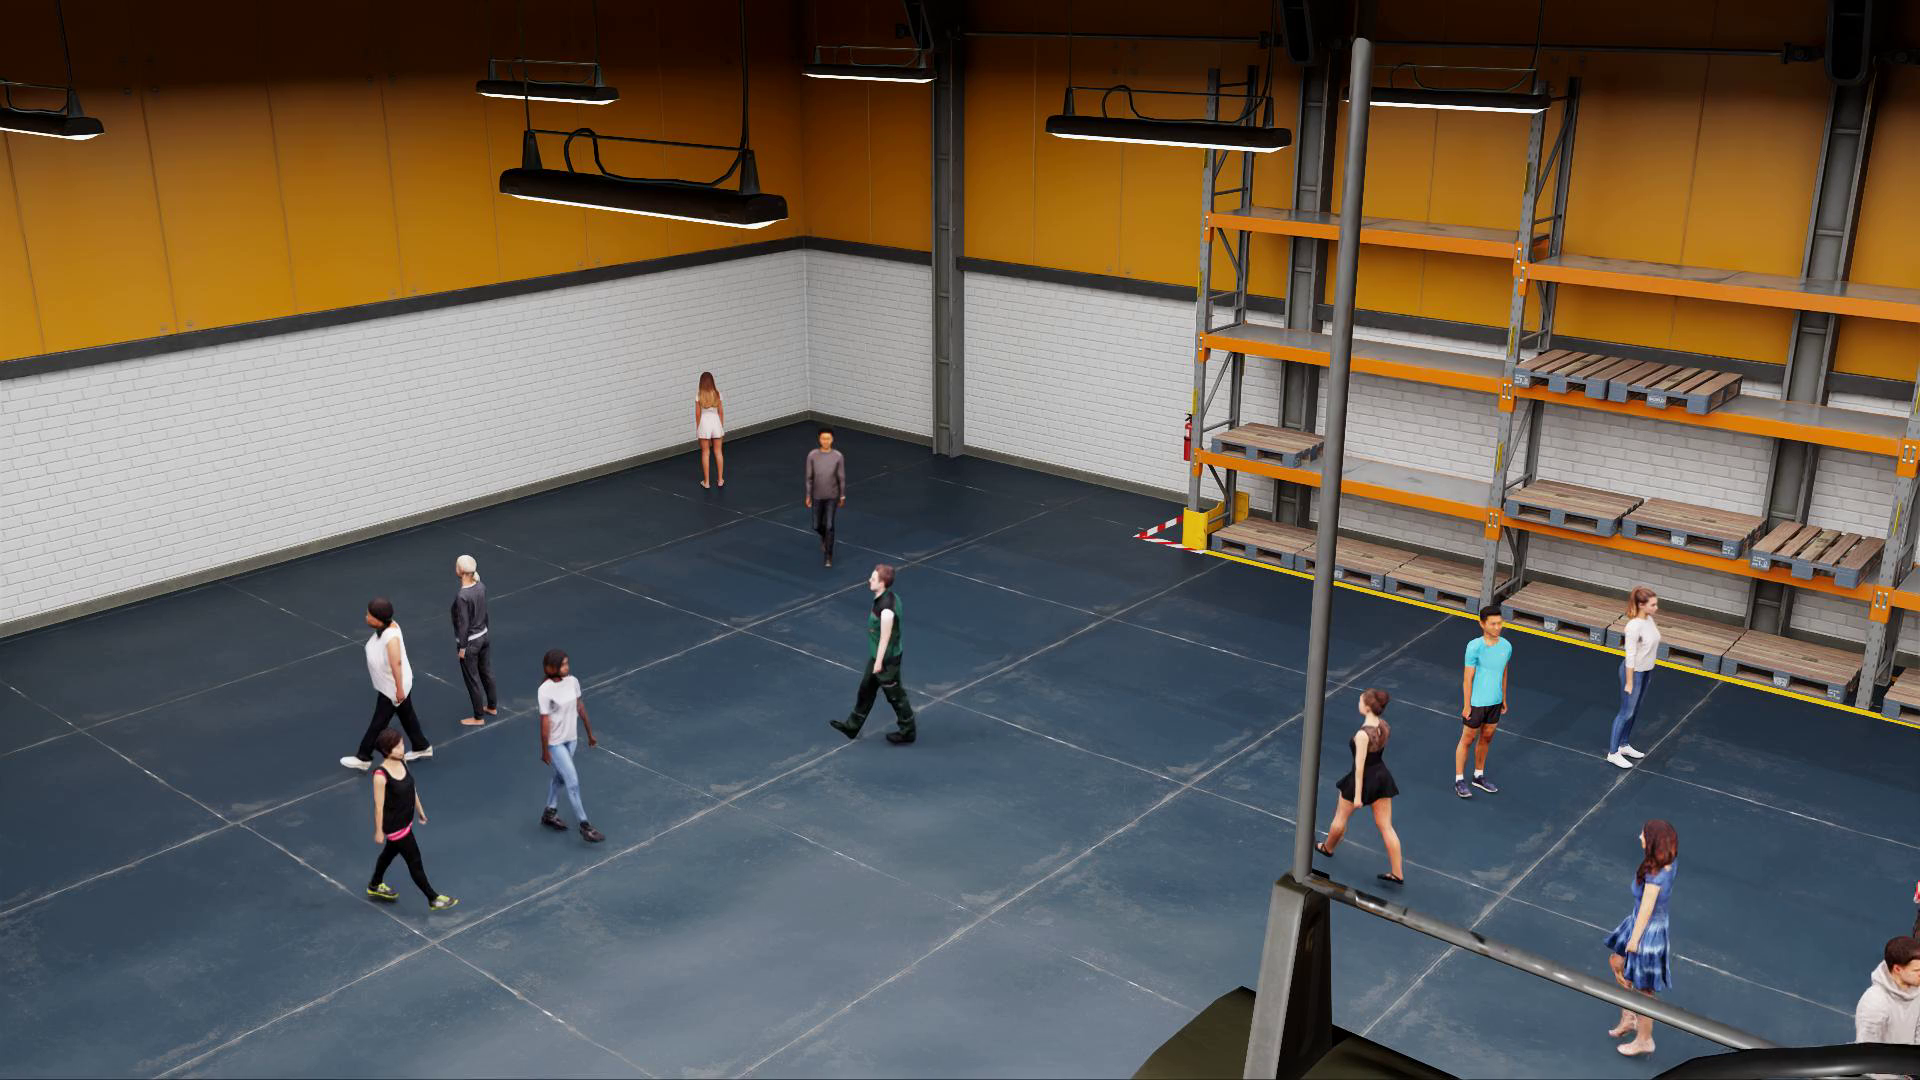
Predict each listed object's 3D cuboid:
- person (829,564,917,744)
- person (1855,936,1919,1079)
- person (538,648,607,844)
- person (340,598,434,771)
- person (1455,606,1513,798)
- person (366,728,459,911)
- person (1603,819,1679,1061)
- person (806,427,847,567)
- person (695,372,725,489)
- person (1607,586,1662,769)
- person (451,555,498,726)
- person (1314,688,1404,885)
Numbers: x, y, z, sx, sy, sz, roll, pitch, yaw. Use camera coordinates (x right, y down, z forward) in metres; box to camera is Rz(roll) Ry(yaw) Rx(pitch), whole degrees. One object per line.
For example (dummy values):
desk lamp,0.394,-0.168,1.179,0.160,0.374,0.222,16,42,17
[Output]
person,-0.632,1.116,15.773,1.145,1.803,1.084,-2,19,-5
person,5.336,3.100,9.845,0.776,1.826,1.207,-16,24,-39
person,-3.453,1.718,14.156,1.061,1.694,0.749,9,20,24
person,-5.199,1.328,15.389,1.055,1.647,1.101,-6,20,-17
person,4.670,1.429,14.885,0.689,1.776,0.687,-7,20,-20
person,-4.475,2.197,13.029,1.117,1.506,0.910,3,19,9
person,4.657,2.694,11.102,0.772,1.794,0.747,9,21,26
person,-1.679,-0.574,20.862,0.958,1.758,0.991,-5,19,-13
person,-3.612,-1.603,24.012,0.663,1.697,0.697,-6,20,-18
person,6.285,1.258,15.485,0.524,1.719,0.620,17,25,40
person,-4.785,0.964,16.344,0.653,1.726,0.683,6,19,16
person,3.353,2.015,13.389,0.731,1.622,1.180,-15,23,-37
